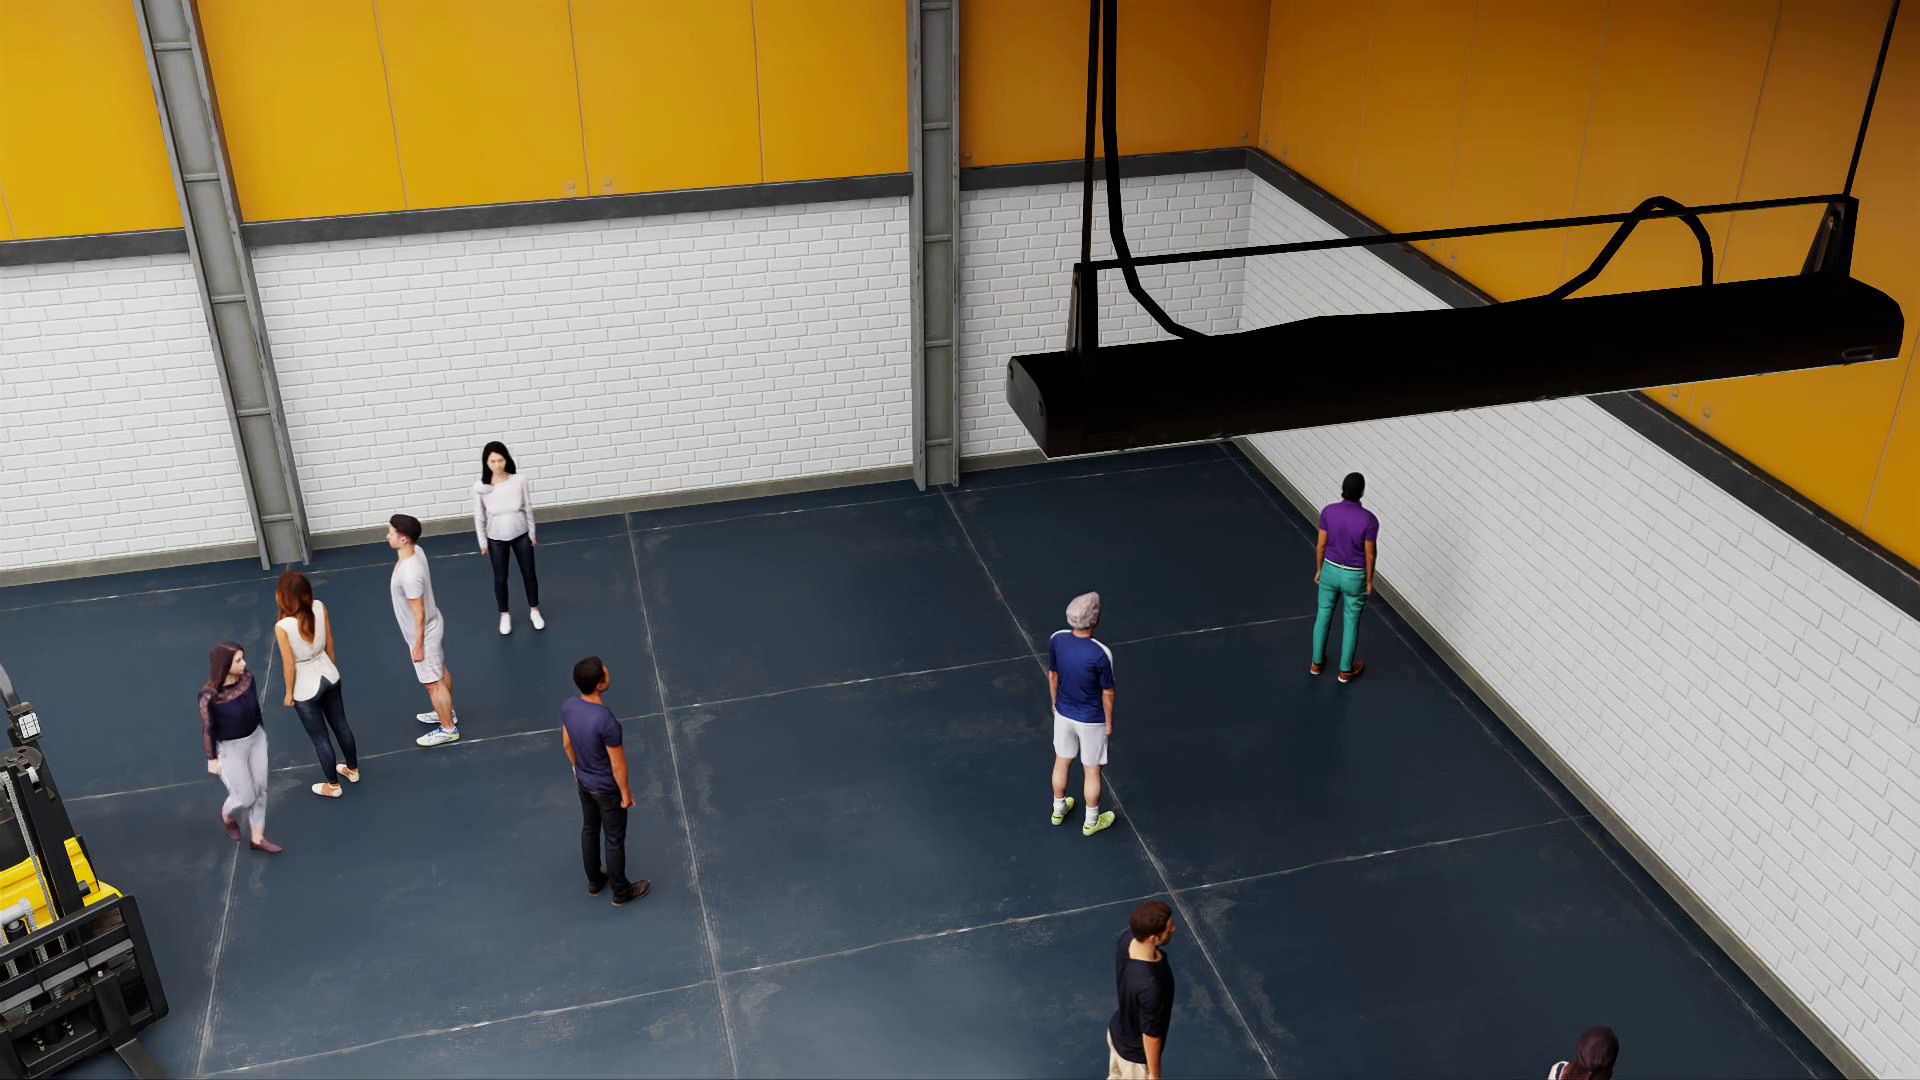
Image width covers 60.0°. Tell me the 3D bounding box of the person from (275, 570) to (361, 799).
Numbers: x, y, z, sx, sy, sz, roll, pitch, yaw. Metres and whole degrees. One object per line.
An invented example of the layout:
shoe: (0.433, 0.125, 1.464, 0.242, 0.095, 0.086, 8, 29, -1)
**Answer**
person: (-4.467, 0.996, 11.545, 0.727, 1.784, 0.671, 15, 32, 25)

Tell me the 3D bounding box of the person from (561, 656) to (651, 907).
person: (-2.293, 1.528, 10.562, 0.708, 1.792, 0.744, 18, 33, 29)

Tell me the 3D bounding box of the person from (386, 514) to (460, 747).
person: (-3.916, 0.641, 12.124, 0.548, 1.854, 0.676, -7, 29, -12)

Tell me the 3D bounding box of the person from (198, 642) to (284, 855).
person: (-4.820, 1.385, 11.037, 0.880, 1.589, 0.821, 13, 31, 23)

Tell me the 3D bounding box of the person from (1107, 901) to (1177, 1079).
person: (0.895, 2.581, 8.570, 0.535, 1.851, 0.636, -6, 29, -11)

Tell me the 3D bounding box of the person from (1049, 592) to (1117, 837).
person: (0.816, 1.162, 11.184, 0.720, 1.839, 0.770, 17, 33, 28)

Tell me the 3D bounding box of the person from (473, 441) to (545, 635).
person: (-3.668, -0.038, 13.530, 0.505, 1.700, 0.694, -11, 30, -19)

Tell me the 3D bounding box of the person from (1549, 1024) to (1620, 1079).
person: (2.972, 2.984, 8.042, 0.630, 1.650, 0.686, 16, 33, 27)

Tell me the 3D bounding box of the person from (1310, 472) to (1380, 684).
person: (2.972, 0.276, 12.883, 0.720, 1.767, 0.780, 16, 32, 26)
